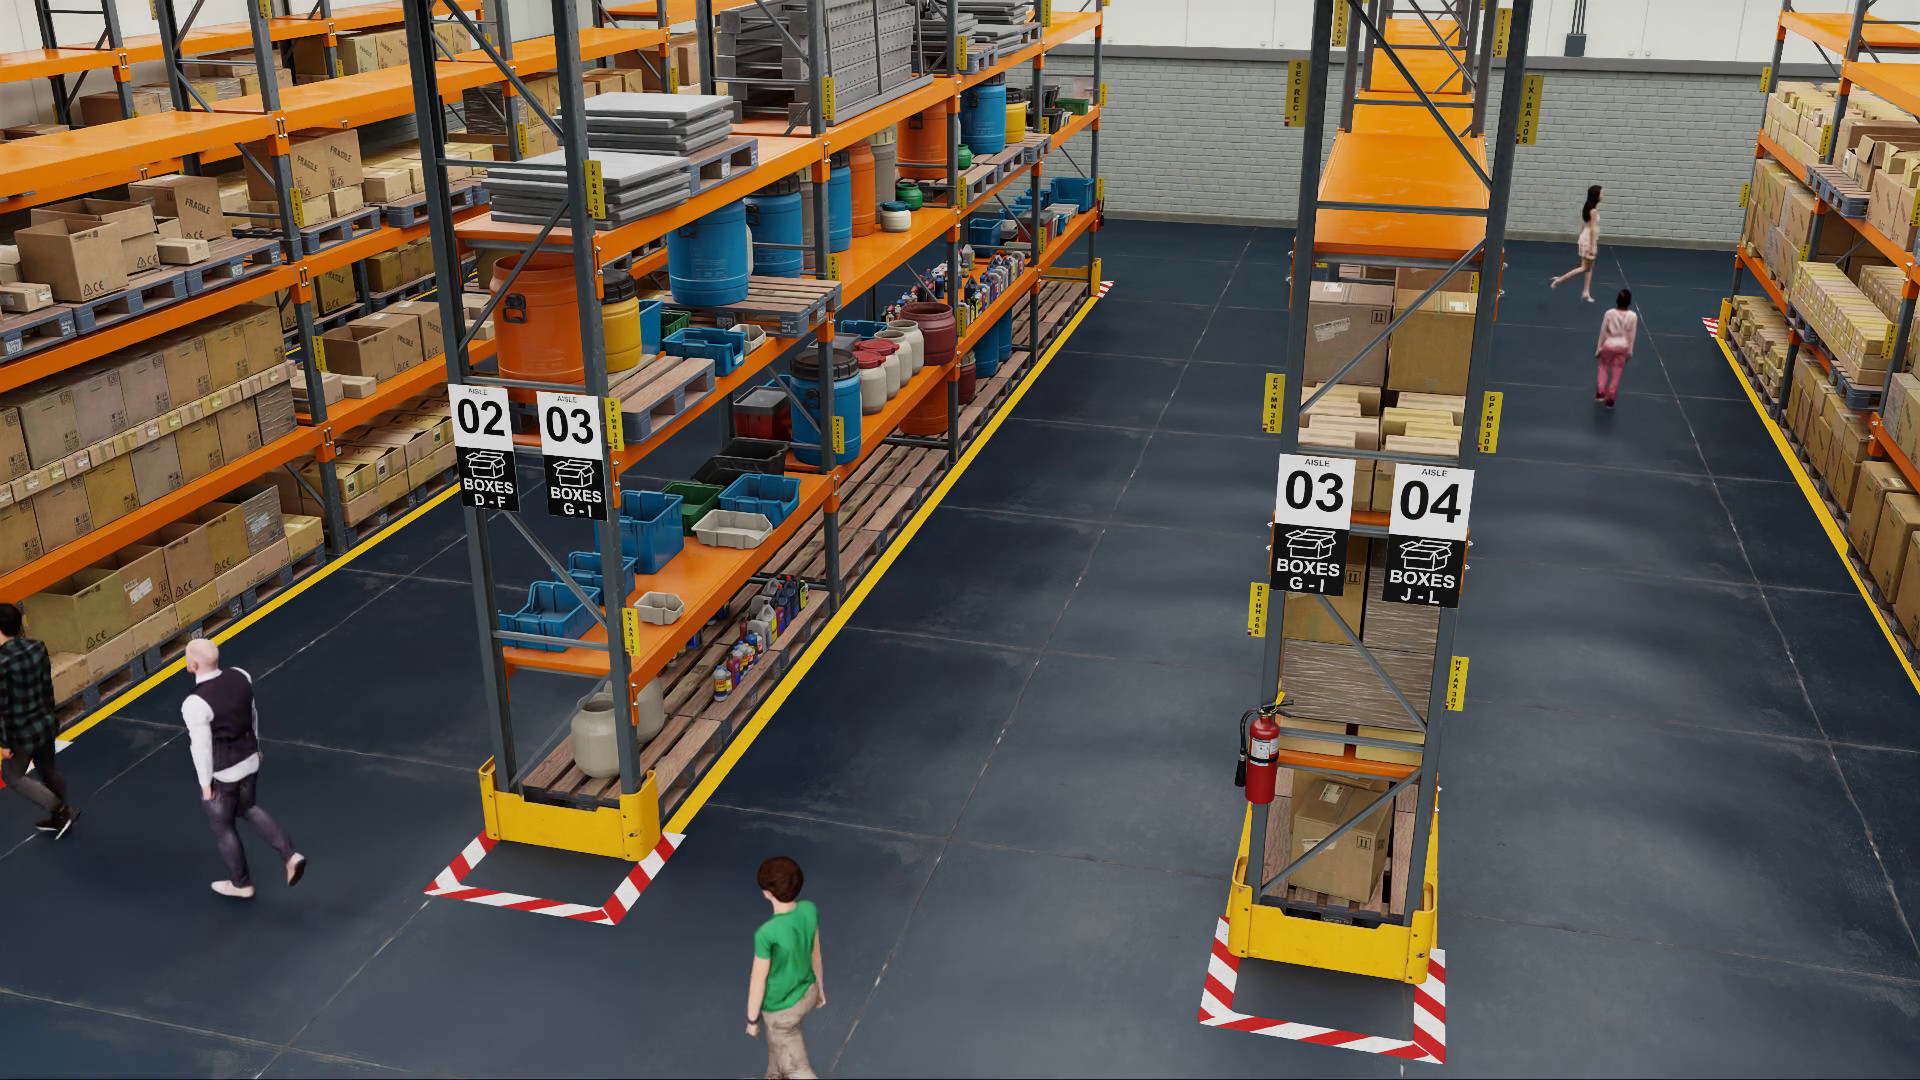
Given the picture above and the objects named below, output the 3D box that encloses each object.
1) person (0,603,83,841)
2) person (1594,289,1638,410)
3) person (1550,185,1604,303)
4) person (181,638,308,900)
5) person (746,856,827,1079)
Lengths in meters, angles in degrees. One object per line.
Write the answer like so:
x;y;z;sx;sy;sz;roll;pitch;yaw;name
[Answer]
-6.035;1.217;10.886;0.734;1.698;0.661;5;23;12;person
7.796;-2.267;19.778;0.597;1.437;0.658;8;23;18;person
9.135;-4.334;24.459;0.677;1.719;0.841;4;23;10;person
-4.425;1.435;10.233;0.771;1.811;0.865;7;23;16;person
-0.789;2.341;8.264;0.930;1.624;1.113;16;27;33;person
